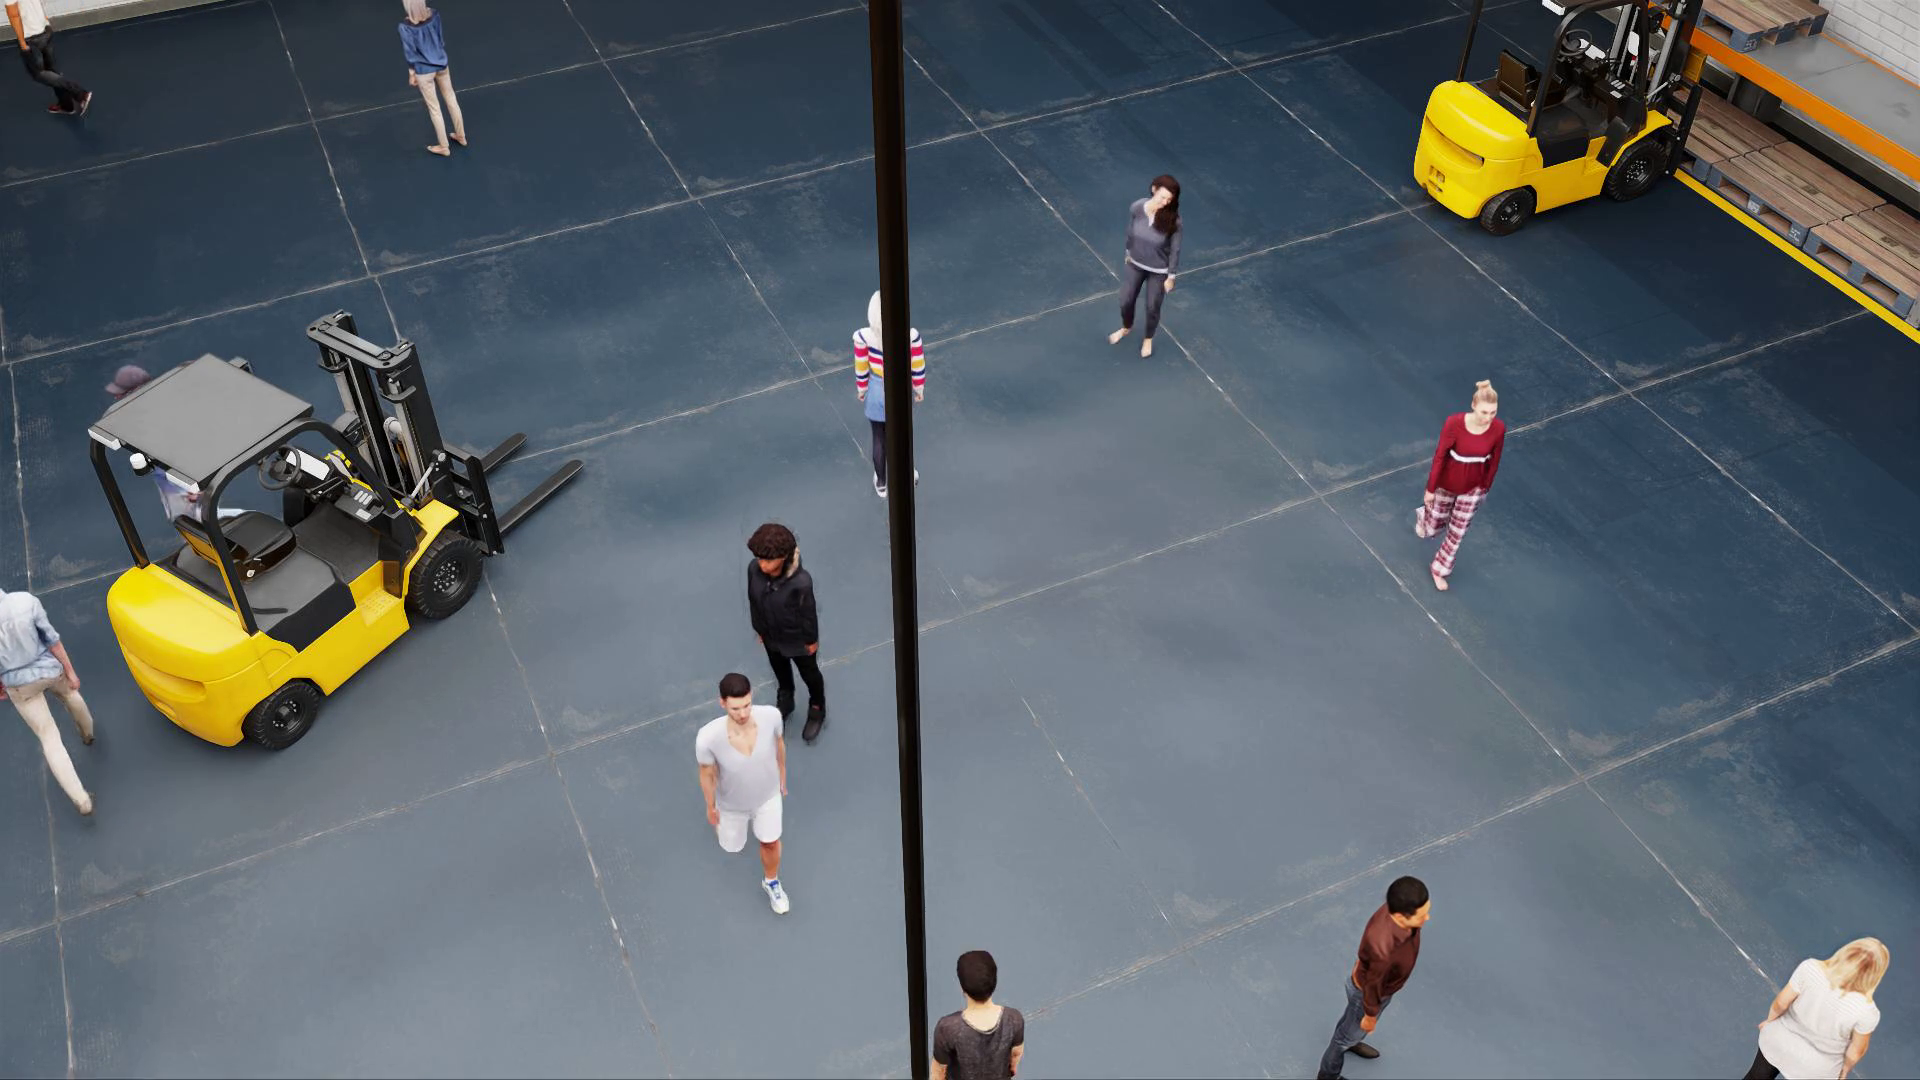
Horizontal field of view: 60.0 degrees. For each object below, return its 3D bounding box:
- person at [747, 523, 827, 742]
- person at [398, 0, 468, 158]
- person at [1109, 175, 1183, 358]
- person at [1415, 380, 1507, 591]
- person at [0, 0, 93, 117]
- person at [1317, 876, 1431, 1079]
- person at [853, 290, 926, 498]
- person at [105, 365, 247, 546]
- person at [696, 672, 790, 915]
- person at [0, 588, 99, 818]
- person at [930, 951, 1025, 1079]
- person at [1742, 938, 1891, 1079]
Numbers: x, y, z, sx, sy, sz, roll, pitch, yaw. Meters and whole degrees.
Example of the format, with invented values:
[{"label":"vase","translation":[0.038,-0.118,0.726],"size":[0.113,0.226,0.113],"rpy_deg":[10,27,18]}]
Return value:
[{"label":"person","translation":[-1.073,0.535,10.464],"size":[0.720,1.763,0.785],"rpy_deg":[16,46,16]},{"label":"person","translation":[-5.016,-4.465,15.768],"size":[0.725,1.697,0.706],"rpy_deg":[26,49,24]},{"label":"person","translation":[1.517,-2.235,13.392],"size":[0.790,1.735,0.871],"rpy_deg":[29,51,27]},{"label":"person","translation":[3.429,-0.427,11.530],"size":[0.819,1.685,0.935],"rpy_deg":[1,44,1]},{"label":"person","translation":[-8.936,-4.940,16.198],"size":[0.916,1.792,0.907],"rpy_deg":[2,44,3]},{"label":"person","translation":[2.134,2.288,8.614],"size":[0.719,1.776,0.706],"rpy_deg":[21,48,21]},{"label":"person","translation":[-0.517,-1.064,12.109],"size":[0.718,1.808,0.674],"rpy_deg":[1,44,1]},{"label":"person","translation":[-5.346,-0.477,11.447],"size":[0.978,1.872,0.918],"rpy_deg":[33,52,30]},{"label":"person","translation":[-1.247,1.364,9.539],"size":[0.659,1.838,0.947],"rpy_deg":[-19,47,-19]},{"label":"person","translation":[-5.573,0.897,10.055],"size":[0.755,1.803,1.253],"rpy_deg":[-22,48,-22]},{"label":"person","translation":[0.085,2.725,8.217],"size":[0.739,1.691,0.810],"rpy_deg":[-11,45,-11]},{"label":"person","translation":[4.212,2.546,8.307],"size":[0.718,1.827,0.568],"rpy_deg":[-33,53,-30]}]
